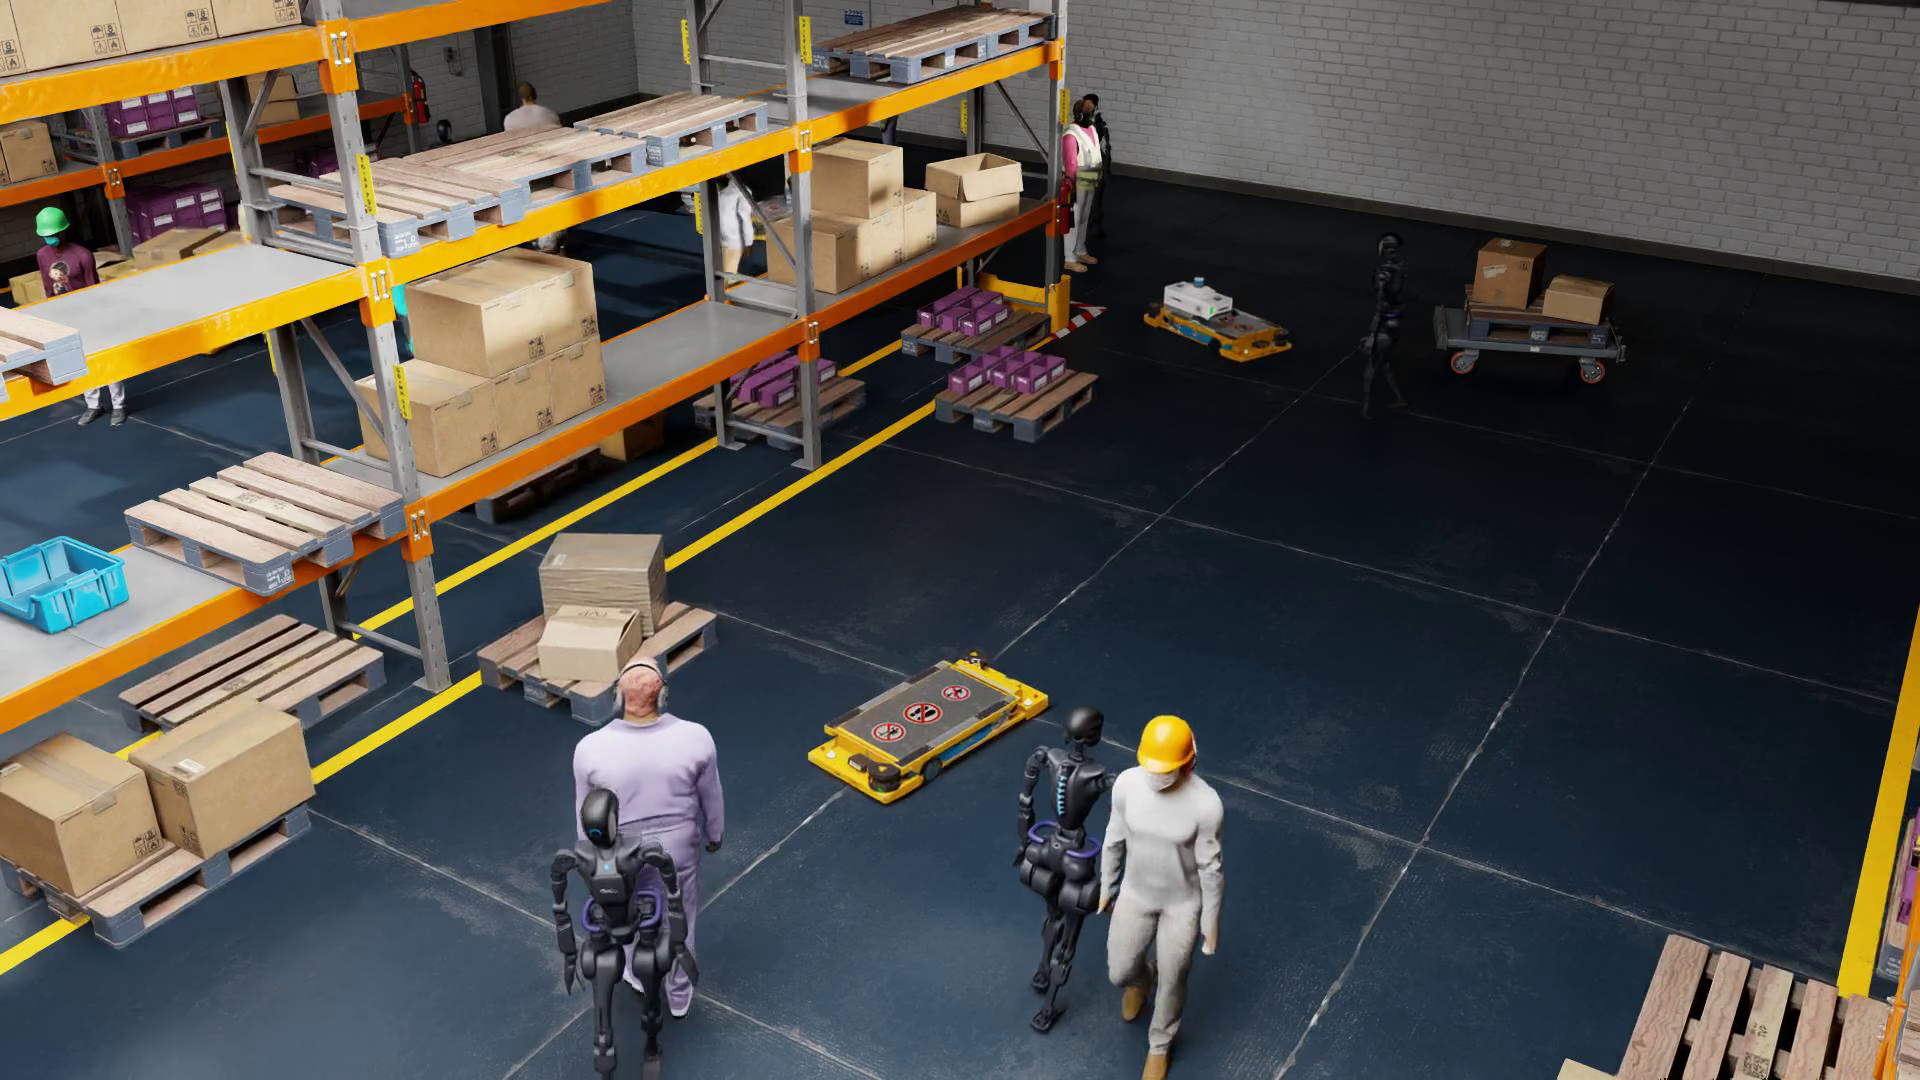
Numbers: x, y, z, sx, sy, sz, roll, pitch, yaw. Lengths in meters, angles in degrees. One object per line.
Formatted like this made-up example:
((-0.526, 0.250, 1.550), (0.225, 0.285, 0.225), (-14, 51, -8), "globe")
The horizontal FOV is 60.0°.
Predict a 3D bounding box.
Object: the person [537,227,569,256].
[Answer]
((-3.341, -1.888, 14.203), (0.522, 1.815, 0.842), (20, 33, 34), "person")

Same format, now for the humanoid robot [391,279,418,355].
((-4.353, -1.680, 13.909), (0.742, 1.821, 0.540), (-17, 31, -29), "humanoid robot")

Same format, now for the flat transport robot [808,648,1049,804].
((-0.172, 1.100, 10.031), (0.659, 0.231, 1.431), (23, 35, 38), "flat transport robot")

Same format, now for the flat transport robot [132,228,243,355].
((-7.323, -2.163, 16.459), (0.659, 0.231, 1.431), (4, 27, 8), "flat transport robot")

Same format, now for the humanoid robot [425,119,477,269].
((-5.494, -3.772, 18.117), (0.613, 1.631, 0.739), (-3, 27, -6), "humanoid robot")

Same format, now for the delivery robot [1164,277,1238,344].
((2.353, -2.275, 16.383), (0.499, 0.611, 0.814), (-19, 33, -33), "delivery robot")

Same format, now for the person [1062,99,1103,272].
((1.325, -3.858, 18.064), (0.429, 1.842, 0.632), (12, 29, 23), "person")

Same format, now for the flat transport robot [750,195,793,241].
((-2.179, -3.854, 19.792), (0.659, 0.231, 1.431), (15, 31, 27), "flat transport robot")

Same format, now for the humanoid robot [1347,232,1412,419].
((3.679, -1.839, 14.275), (0.489, 1.647, 0.592), (12, 29, 23), "humanoid robot")

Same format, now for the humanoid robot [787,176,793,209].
((-1.299, -2.895, 16.293), (0.535, 1.791, 0.854), (15, 31, 27), "humanoid robot")

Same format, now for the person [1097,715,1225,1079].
((0.898, 1.555, 7.355), (0.576, 1.881, 0.467), (10, 28, 18), "person")

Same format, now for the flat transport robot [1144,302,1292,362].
((2.514, -2.079, 16.294), (0.659, 0.231, 1.431), (-17, 32, -30), "flat transport robot")

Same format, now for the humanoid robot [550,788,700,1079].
((-1.427, 1.785, 7.141), (0.598, 1.640, 0.625), (-2, 27, -5), "humanoid robot")

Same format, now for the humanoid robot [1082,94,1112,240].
((1.549, -4.282, 19.081), (0.351, 1.650, 0.611), (-20, 33, -33), "humanoid robot")

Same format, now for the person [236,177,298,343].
((-6.712, -2.739, 16.016), (0.337, 1.701, 0.602), (-7, 28, -14), "person")

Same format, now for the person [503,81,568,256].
((-4.746, -4.175, 18.642), (0.728, 1.876, 0.977), (-15, 31, -27), "person")

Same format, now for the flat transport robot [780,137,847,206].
((-1.518, -4.144, 20.364), (1.431, 0.231, 0.659), (1, 27, 2), "flat transport robot")

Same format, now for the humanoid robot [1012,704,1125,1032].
((0.466, 1.507, 7.685), (0.593, 1.632, 0.484), (17, 31, 29), "humanoid robot")

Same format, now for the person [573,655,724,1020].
((-1.429, 1.352, 7.746), (0.665, 1.886, 0.603), (-6, 28, -12), "person")

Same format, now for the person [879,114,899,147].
((-0.925, -5.334, 21.196), (0.267, 1.632, 0.504), (6, 27, 11), "person")

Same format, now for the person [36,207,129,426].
((-7.452, -1.883, 14.076), (0.483, 1.934, 0.449), (2, 27, 5), "person")

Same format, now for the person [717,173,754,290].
((-2.306, -2.981, 16.445), (0.589, 1.730, 0.409), (18, 32, 31), "person")
